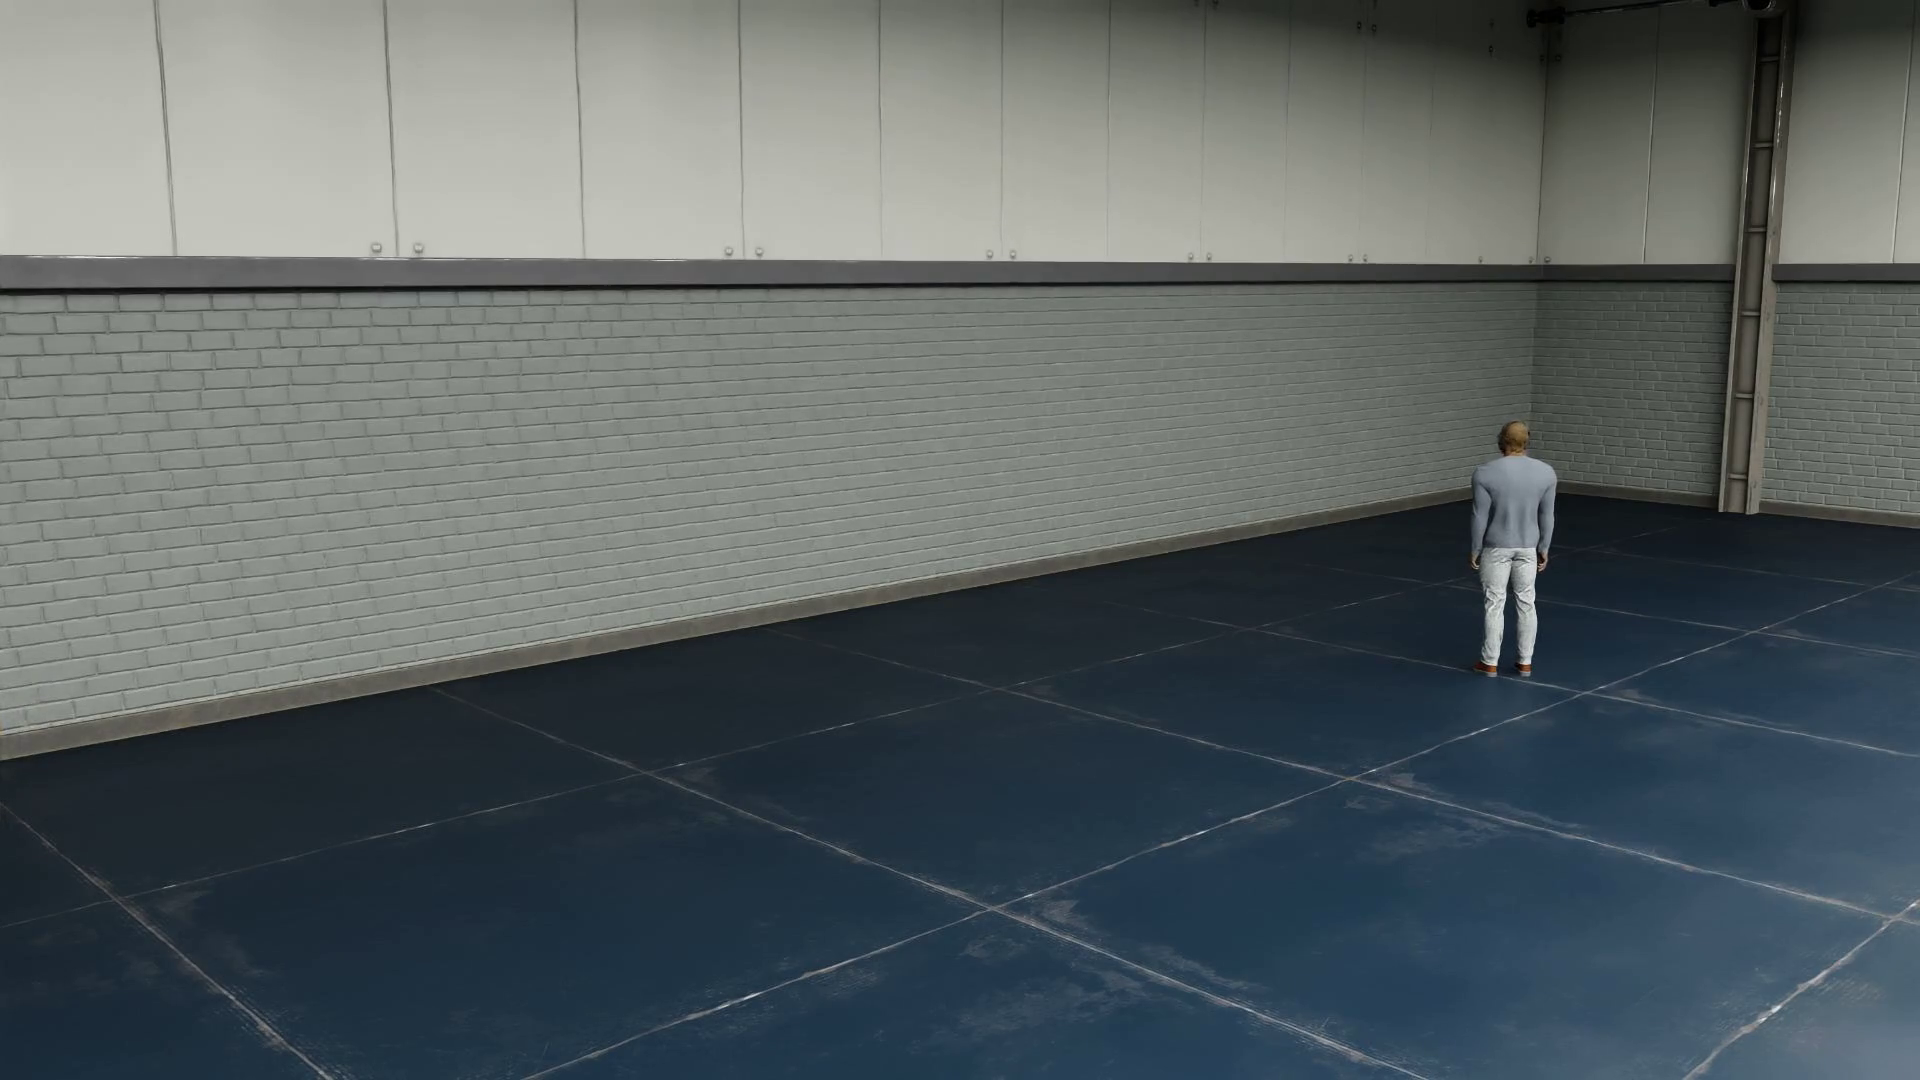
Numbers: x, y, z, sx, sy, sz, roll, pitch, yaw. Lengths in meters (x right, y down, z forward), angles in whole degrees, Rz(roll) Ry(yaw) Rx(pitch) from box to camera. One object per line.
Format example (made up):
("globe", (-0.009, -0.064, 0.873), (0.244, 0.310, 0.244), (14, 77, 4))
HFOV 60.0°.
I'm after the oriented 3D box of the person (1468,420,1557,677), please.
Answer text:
("person", (4.119, 0.069, 12.464), (0.633, 1.938, 0.368), (0, 9, -1))
